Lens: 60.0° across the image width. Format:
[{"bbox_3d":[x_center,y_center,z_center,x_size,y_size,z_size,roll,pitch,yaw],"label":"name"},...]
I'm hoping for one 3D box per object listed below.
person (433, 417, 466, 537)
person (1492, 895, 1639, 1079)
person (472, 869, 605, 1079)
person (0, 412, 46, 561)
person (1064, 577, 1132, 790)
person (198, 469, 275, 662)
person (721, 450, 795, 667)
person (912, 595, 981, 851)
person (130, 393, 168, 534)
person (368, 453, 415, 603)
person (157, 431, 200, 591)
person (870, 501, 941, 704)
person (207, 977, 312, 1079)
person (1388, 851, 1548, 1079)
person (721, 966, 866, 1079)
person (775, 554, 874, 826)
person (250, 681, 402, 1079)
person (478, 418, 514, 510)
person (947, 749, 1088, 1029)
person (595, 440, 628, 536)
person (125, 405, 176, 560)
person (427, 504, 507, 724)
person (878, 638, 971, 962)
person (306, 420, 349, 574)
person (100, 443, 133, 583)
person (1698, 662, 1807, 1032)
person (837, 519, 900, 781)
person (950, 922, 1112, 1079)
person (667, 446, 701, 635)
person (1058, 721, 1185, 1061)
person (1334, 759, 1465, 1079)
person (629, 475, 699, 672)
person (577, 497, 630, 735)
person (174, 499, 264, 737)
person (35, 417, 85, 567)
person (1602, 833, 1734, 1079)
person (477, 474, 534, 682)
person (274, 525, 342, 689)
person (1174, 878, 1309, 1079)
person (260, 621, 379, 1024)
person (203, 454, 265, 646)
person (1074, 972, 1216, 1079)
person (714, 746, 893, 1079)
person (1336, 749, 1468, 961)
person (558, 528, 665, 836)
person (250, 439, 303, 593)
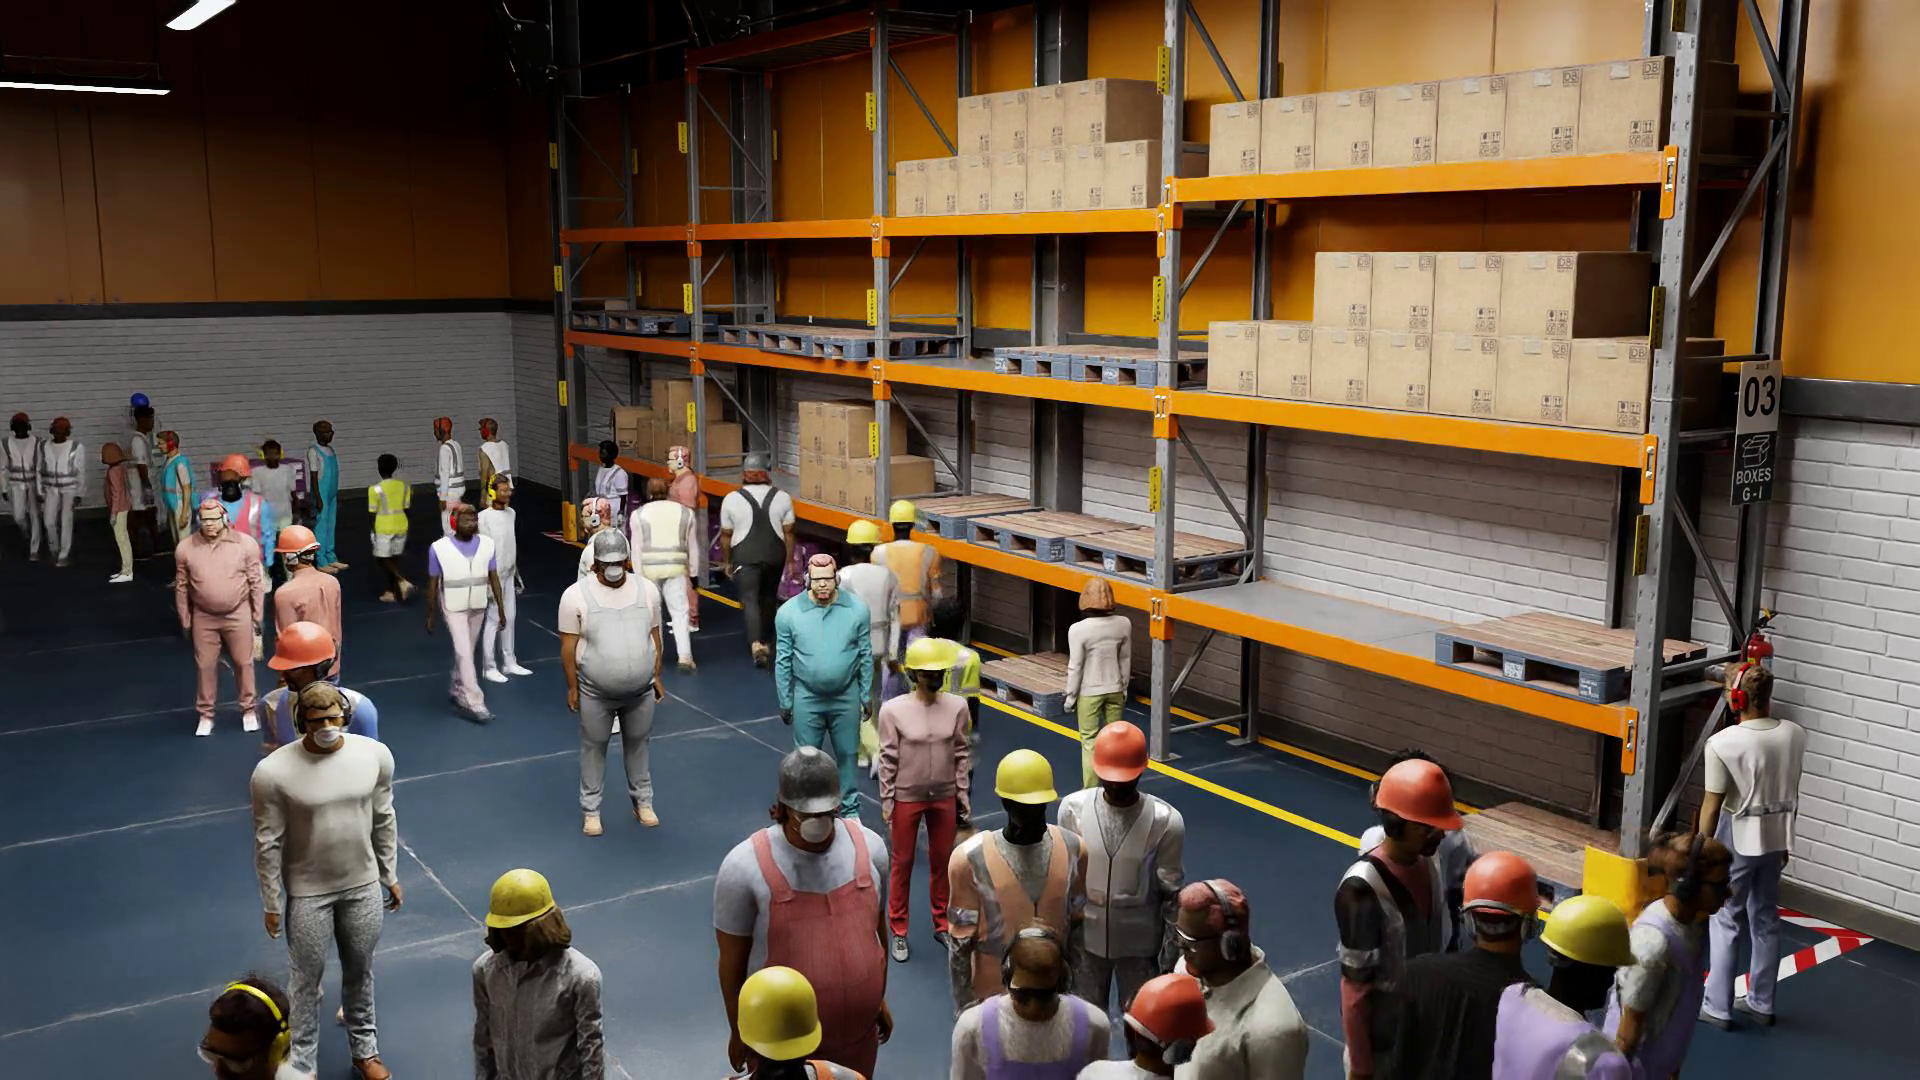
[{"bbox_3d":[-6.185,-0.554,20.157,0.359,1.876,0.589,-1,10,-3],"label":"person"},{"bbox_3d":[1.818,1.998,5.072,0.394,1.913,0.591,-4,10,-21],"label":"person"},{"bbox_3d":[-1.464,1.966,5.791,0.488,1.736,0.360,2,10,14],"label":"person"},{"bbox_3d":[-11.752,-0.685,20.954,0.587,1.865,0.631,-4,10,-20],"label":"person"},{"bbox_3d":[0.944,1.059,11.392,0.499,1.634,0.279,-5,11,-27],"label":"person"},{"bbox_3d":[-6.787,0.250,15.588,0.661,1.820,0.670,-3,10,-18],"label":"person"},{"bbox_3d":[-1.887,0.141,15.588,0.685,2.000,0.961,-3,10,-18],"label":"person"},{"bbox_3d":[-0.113,1.179,10.556,0.537,1.676,0.635,7,12,35],"label":"person"},{"bbox_3d":[-11.166,-1.051,22.876,0.402,1.943,0.605,0,10,-2],"label":"person"},{"bbox_3d":[-6.154,-0.103,18.125,0.625,1.675,0.534,6,12,33],"label":"person"},{"bbox_3d":[-8.888,-0.335,18.961,0.377,1.841,0.567,-8,12,-39],"label":"person"},{"bbox_3d":[-0.446,0.620,13.281,0.610,1.871,1.012,-1,10,-8],"label":"person"},{"bbox_3d":[-1.925,2.091,4.780,0.581,1.840,0.520,9,13,43],"label":"person"},{"bbox_3d":[1.701,1.948,5.297,1.095,1.932,0.650,-9,13,-43],"label":"person"},{"bbox_3d":[-0.491,2.076,4.564,0.589,1.928,0.384,-5,11,-28],"label":"person"},{"bbox_3d":[-0.878,1.022,10.848,0.645,1.900,0.399,-2,10,-10],"label":"person"},{"bbox_3d":[-2.833,1.570,7.500,0.633,1.938,0.356,-8,12,-38],"label":"person"},{"bbox_3d":[-5.695,-0.578,20.427,0.385,1.838,0.567,2,10,14],"label":"person"},{"bbox_3d":[0.239,1.748,6.480,0.588,1.930,0.364,-4,11,-23],"label":"person"},{"bbox_3d":[-4.042,-0.315,19.273,0.529,1.697,0.321,9,13,44],"label":"person"},{"bbox_3d":[-10.221,-0.717,20.974,0.813,1.933,0.710,-4,11,-24],"label":"person"},{"bbox_3d":[-4.077,0.581,13.737,0.600,1.791,0.991,-10,14,-44],"label":"person"},{"bbox_3d":[-0.187,1.395,9.027,0.526,1.772,0.304,-4,10,-21],"label":"person"},{"bbox_3d":[-7.636,-0.521,20.049,0.345,1.846,0.508,1,10,5],"label":"person"},{"bbox_3d":[-9.893,-0.324,19.503,0.280,1.636,0.502,-4,10,-22],"label":"person"},{"bbox_3d":[3.859,1.512,8.147,0.561,1.836,0.397,-3,10,-17],"label":"person"},{"bbox_3d":[-0.675,0.805,12.134,0.597,1.896,0.729,-7,12,-35],"label":"person"},{"bbox_3d":[0.222,2.048,5.164,0.515,1.771,1.050,0,10,0],"label":"person"},{"bbox_3d":[-2.819,-0.005,16.843,0.408,1.908,0.643,-2,10,-11],"label":"person"},{"bbox_3d":[0.651,1.677,6.923,0.550,1.925,0.389,3,10,19],"label":"person"},{"bbox_3d":[1.593,1.774,6.048,0.411,2.032,0.611,9,13,42],"label":"person"},{"bbox_3d":[-2.692,0.321,15.282,0.643,1.803,0.778,-4,10,-21],"label":"person"},{"bbox_3d":[-2.858,0.602,13.300,0.399,1.902,0.643,1,10,7],"label":"person"},{"bbox_3d":[-5.890,0.613,13.246,0.647,1.899,0.402,-3,10,-19],"label":"person"},{"bbox_3d":[-11.038,-0.584,20.398,0.622,1.858,0.458,-2,10,-10],"label":"person"},{"bbox_3d":[2.433,1.893,6.046,0.926,1.802,0.532,6,11,31],"label":"person"},{"bbox_3d":[-4.122,0.343,14.978,0.446,1.877,0.556,4,10,20],"label":"person"},{"bbox_3d":[-4.475,0.882,11.415,0.408,1.987,0.613,2,10,14],"label":"person"},{"bbox_3d":[0.805,1.980,5.243,0.400,1.895,0.654,-4,10,-21],"label":"person"},{"bbox_3d":[-3.167,1.395,8.235,0.609,2.040,0.394,1,10,8],"label":"person"},{"bbox_3d":[-6.955,0.121,16.097,0.777,1.904,0.557,4,11,23],"label":"person"},{"bbox_3d":[0.623,2.113,5.018,0.893,1.698,0.580,-7,12,-36],"label":"person"},{"bbox_3d":[-0.533,1.746,6.169,0.688,2.000,0.536,-5,11,-27],"label":"person"},{"bbox_3d":[1.911,1.732,7.307,0.543,1.681,0.545,-5,11,-26],"label":"person"},{"bbox_3d":[-2.263,0.926,10.984,0.689,2.000,0.538,-5,11,-27],"label":"person"},{"bbox_3d":[-7.638,-0.247,18.550,0.561,1.825,0.912,-5,11,-27],"label":"person"}]
